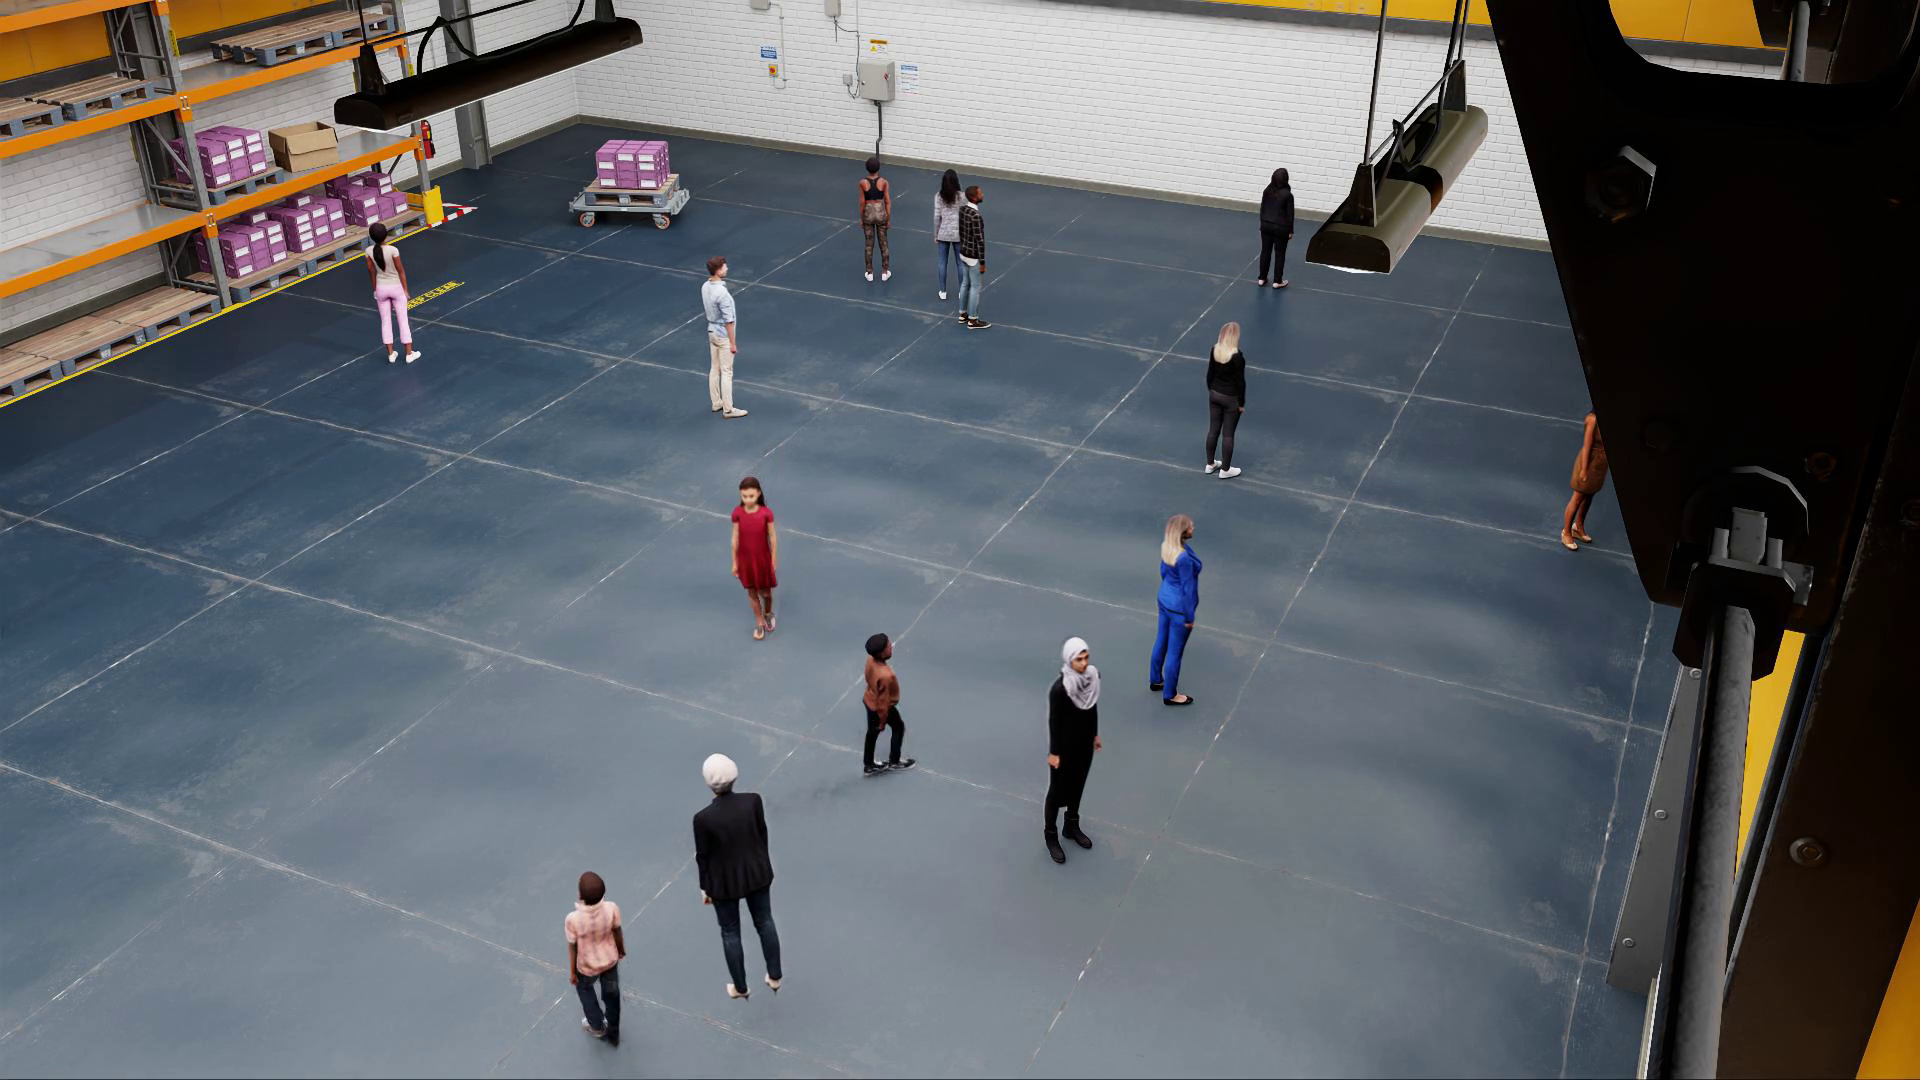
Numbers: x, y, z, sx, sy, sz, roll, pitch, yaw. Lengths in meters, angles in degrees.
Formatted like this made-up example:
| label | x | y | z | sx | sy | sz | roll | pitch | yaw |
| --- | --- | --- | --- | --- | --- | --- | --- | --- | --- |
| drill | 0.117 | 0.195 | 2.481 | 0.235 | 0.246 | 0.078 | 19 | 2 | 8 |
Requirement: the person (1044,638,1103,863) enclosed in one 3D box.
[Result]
| label | x | y | z | sx | sy | sz | roll | pitch | yaw |
| --- | --- | --- | --- | --- | --- | --- | --- | --- | --- |
| person | 0.792 | 1.461 | 11.793 | 0.622 | 1.778 | 0.745 | -20 | 35 | -33 |

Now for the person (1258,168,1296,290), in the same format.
| label | x | y | z | sx | sy | sz | roll | pitch | yaw |
| --- | --- | --- | --- | --- | --- | --- | --- | --- | --- |
| person | 4.237 | -4.190 | 22.321 | 0.711 | 1.616 | 0.689 | 20 | 34 | 32 |

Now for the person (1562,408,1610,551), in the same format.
| label | x | y | z | sx | sy | sz | roll | pitch | yaw |
| --- | --- | --- | --- | --- | --- | --- | --- | --- | --- |
| person | 6.040 | -0.717 | 15.879 | 0.585 | 1.688 | 0.705 | -21 | 35 | -34 |

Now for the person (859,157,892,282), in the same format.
| label | x | y | z | sx | sy | sz | roll | pitch | yaw |
| --- | --- | --- | --- | --- | --- | --- | --- | --- | --- |
| person | -1.154 | -4.356 | 22.539 | 0.658 | 1.700 | 0.672 | -1 | 29 | -2 |

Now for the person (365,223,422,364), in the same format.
| label | x | y | z | sx | sy | sz | roll | pitch | yaw |
| --- | --- | --- | --- | --- | --- | --- | --- | --- | --- |
| person | -6.842 | -2.974 | 19.962 | 0.641 | 1.741 | 0.641 | 1 | 29 | 1 |

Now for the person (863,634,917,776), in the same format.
| label | x | y | z | sx | sy | sz | roll | pitch | yaw |
| --- | --- | --- | --- | --- | --- | --- | --- | --- | --- |
| person | -0.668 | 1.274 | 12.695 | 0.746 | 1.241 | 0.677 | -16 | 32 | -26 |

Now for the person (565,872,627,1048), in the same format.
| label | x | y | z | sx | sy | sz | roll | pitch | yaw |
| --- | --- | --- | --- | --- | --- | --- | --- | --- | --- |
| person | -2.210 | 2.607 | 10.190 | 0.606 | 1.300 | 0.682 | -14 | 32 | -24 |

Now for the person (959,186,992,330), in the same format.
| label | x | y | z | sx | sy | sz | roll | pitch | yaw |
| --- | --- | --- | --- | --- | --- | --- | --- | --- | --- |
| person | 0.142 | -3.584 | 20.997 | 0.770 | 1.821 | 0.746 | -14 | 32 | -24 |

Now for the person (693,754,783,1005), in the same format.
| label | x | y | z | sx | sy | sz | roll | pitch | yaw |
| --- | --- | --- | --- | --- | --- | --- | --- | --- | --- |
| person | -1.308 | 2.083 | 10.148 | 0.814 | 1.779 | 0.795 | -12 | 31 | -22 |

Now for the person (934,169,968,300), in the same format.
| label | x | y | z | sx | sy | sz | roll | pitch | yaw |
| --- | --- | --- | --- | --- | --- | --- | --- | --- | --- |
| person | -0.122 | -4.027 | 21.902 | 0.675 | 1.732 | 0.647 | 2 | 29 | 3 |

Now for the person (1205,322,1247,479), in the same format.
| label | x | y | z | sx | sy | sz | roll | pitch | yaw |
| --- | --- | --- | --- | --- | --- | --- | --- | --- | --- |
| person | 2.743 | -1.456 | 17.236 | 0.666 | 1.686 | 0.689 | -23 | 36 | -36 |

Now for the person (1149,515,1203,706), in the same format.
| label | x | y | z | sx | sy | sz | roll | pitch | yaw |
| --- | --- | --- | --- | --- | --- | --- | --- | --- | --- |
| person | 1.746 | 0.549 | 13.545 | 0.759 | 1.700 | 0.695 | -9 | 30 | -16 |

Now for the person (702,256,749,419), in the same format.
| label | x | y | z | sx | sy | sz | roll | pitch | yaw |
| --- | --- | --- | --- | --- | --- | --- | --- | --- | --- |
| person | -2.671 | -2.282 | 18.582 | 0.718 | 1.847 | 0.732 | -19 | 34 | -31 |

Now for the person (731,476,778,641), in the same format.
| label | x | y | z | sx | sy | sz | roll | pitch | yaw |
| --- | --- | --- | --- | --- | --- | --- | --- | --- | --- |
| person | -1.779 | 0.119 | 14.499 | 0.670 | 1.541 | 0.751 | 0 | 29 | 0 |
